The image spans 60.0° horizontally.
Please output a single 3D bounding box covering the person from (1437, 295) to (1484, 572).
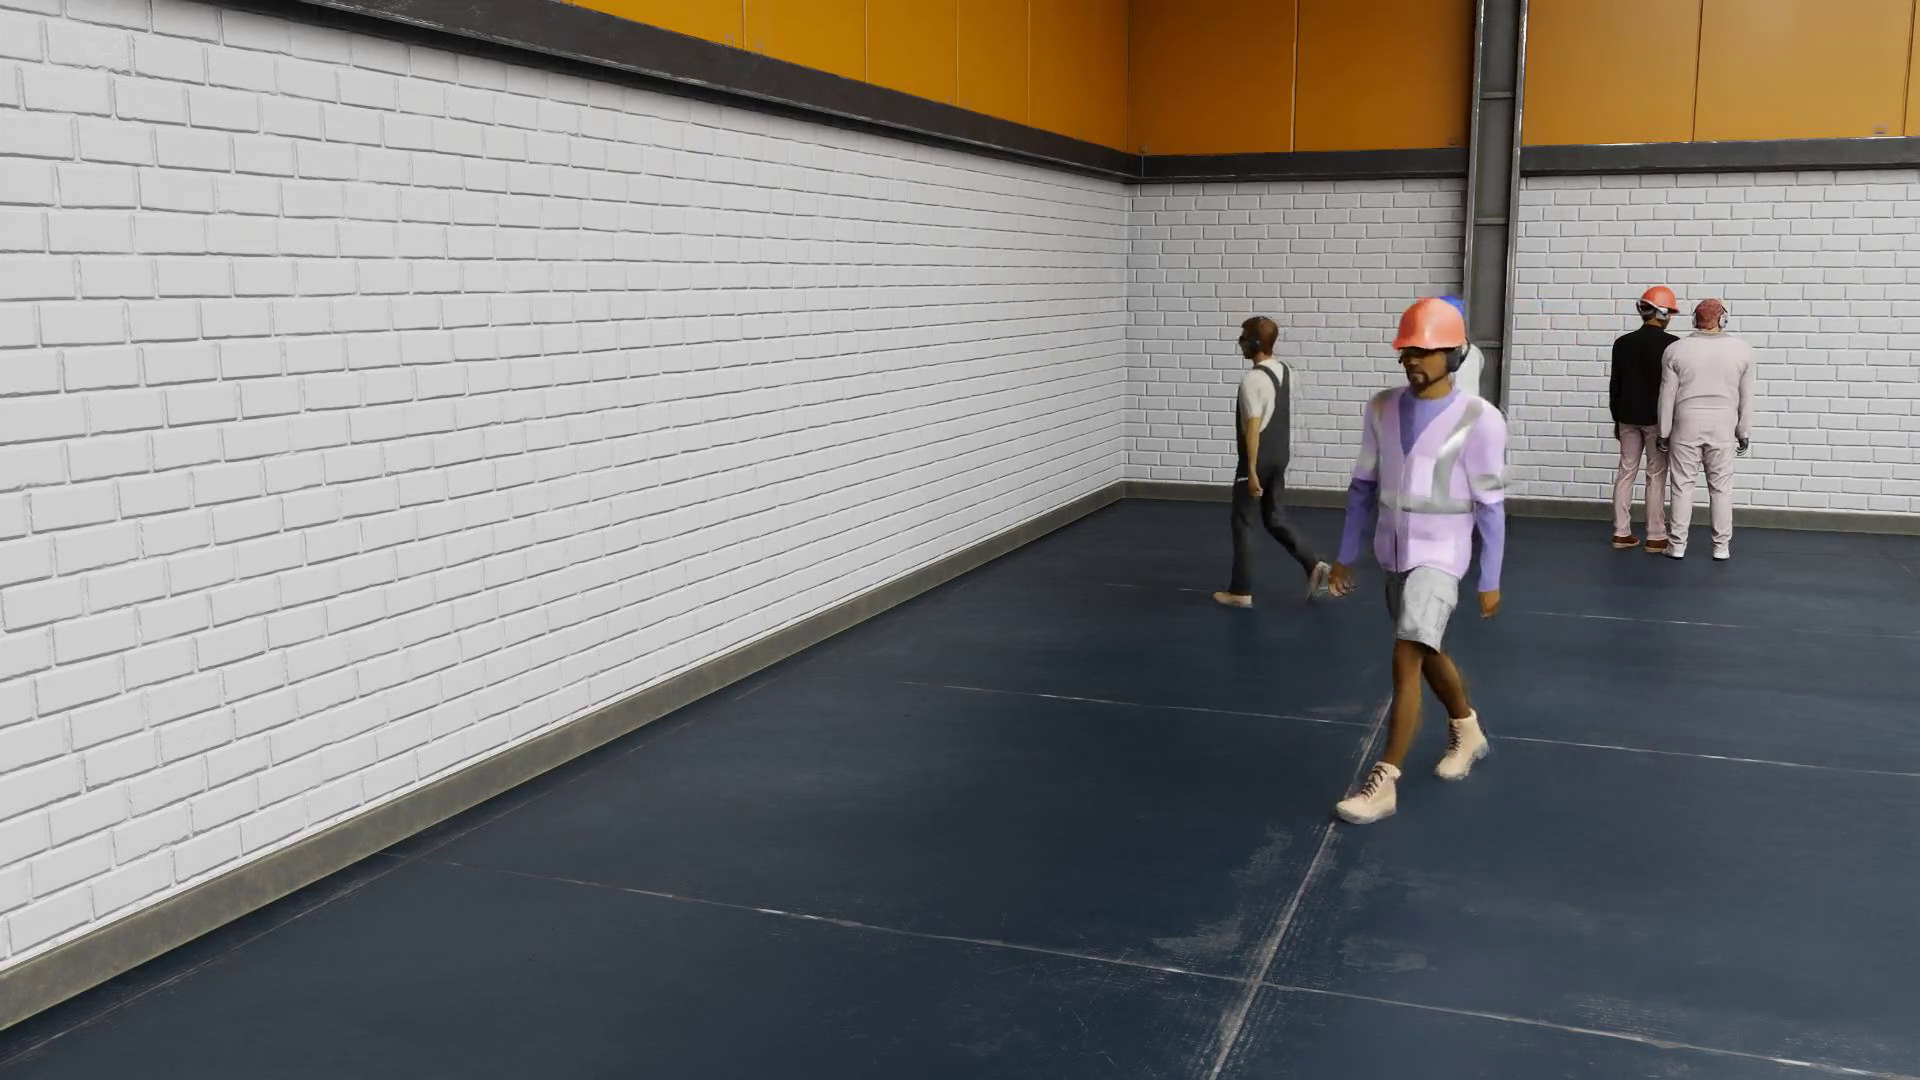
[{"bbox_3d":[3.338,-0.749,11.725,0.621,1.924,0.717,-6,11,-34],"label":"person"}]

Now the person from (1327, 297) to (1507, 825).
[{"bbox_3d":[1.843,0.051,6.519,1.053,1.999,0.610,-6,11,-34],"label":"person"}]

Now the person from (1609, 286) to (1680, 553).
[{"bbox_3d":[5.176,-0.902,12.494,0.391,1.986,0.609,-6,11,-33],"label":"person"}]

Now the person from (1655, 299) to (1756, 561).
[{"bbox_3d":[5.398,-0.795,12.090,0.651,1.900,0.403,2,9,15],"label":"person"}]

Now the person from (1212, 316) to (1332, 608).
[{"bbox_3d":[1.928,-0.458,10.195,0.505,1.828,0.731,-9,12,-43],"label":"person"}]
